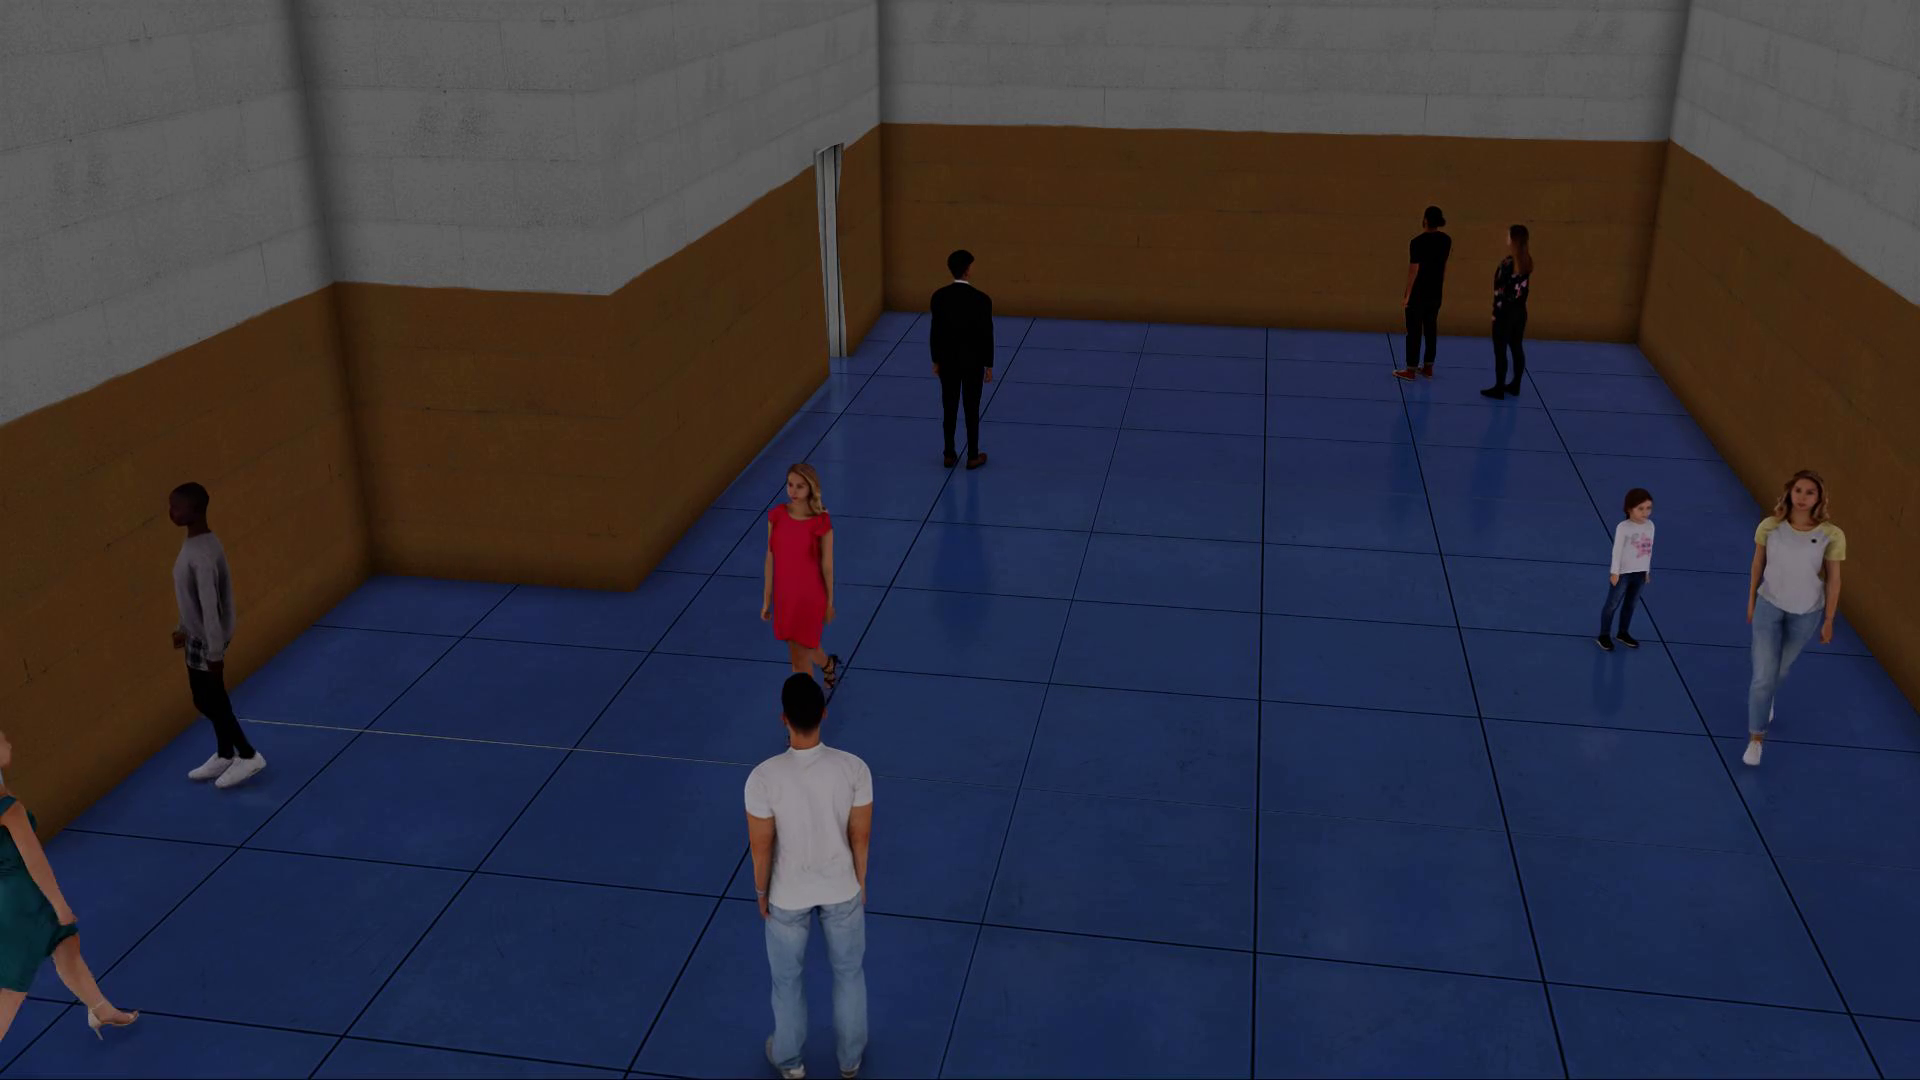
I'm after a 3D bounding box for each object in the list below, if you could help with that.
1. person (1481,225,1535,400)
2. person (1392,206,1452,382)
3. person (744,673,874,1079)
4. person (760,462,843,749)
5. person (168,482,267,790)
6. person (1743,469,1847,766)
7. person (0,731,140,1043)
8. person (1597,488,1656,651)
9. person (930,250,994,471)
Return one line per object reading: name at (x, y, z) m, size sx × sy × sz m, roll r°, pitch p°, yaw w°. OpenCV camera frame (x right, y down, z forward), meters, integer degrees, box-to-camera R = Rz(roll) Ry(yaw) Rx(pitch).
person at (5.362, -2.217, 16.168) m, size 0.644 × 1.681 × 0.706 m, roll -14°, pitch 26°, yaw -31°
person at (4.676, -2.486, 16.734) m, size 0.709 × 1.757 × 0.794 m, roll -10°, pitch 24°, yaw -24°
person at (-0.603, 1.420, 6.873) m, size 0.631 × 1.861 × 0.799 m, roll -4°, pitch 22°, yaw -10°
person at (-0.904, 0.327, 9.823) m, size 1.027 × 1.691 × 0.820 m, roll 10°, pitch 24°, yaw 24°
person at (-4.116, 0.511, 9.263) m, size 0.813 × 1.767 × 0.765 m, roll -11°, pitch 24°, yaw -26°
person at (4.803, 0.403, 9.634) m, size 1.161 × 1.675 × 0.935 m, roll 11°, pitch 24°, yaw 26°
person at (-3.930, 1.556, 6.820) m, size 1.056 × 1.650 × 0.920 m, roll 15°, pitch 26°, yaw 32°
person at (4.416, 0.179, 10.970) m, size 0.504 × 1.110 × 0.583 m, roll -7°, pitch 23°, yaw -16°
person at (0.004, -1.537, 14.213) m, size 0.502 × 1.876 × 0.772 m, roll 5°, pitch 23°, yaw 13°
